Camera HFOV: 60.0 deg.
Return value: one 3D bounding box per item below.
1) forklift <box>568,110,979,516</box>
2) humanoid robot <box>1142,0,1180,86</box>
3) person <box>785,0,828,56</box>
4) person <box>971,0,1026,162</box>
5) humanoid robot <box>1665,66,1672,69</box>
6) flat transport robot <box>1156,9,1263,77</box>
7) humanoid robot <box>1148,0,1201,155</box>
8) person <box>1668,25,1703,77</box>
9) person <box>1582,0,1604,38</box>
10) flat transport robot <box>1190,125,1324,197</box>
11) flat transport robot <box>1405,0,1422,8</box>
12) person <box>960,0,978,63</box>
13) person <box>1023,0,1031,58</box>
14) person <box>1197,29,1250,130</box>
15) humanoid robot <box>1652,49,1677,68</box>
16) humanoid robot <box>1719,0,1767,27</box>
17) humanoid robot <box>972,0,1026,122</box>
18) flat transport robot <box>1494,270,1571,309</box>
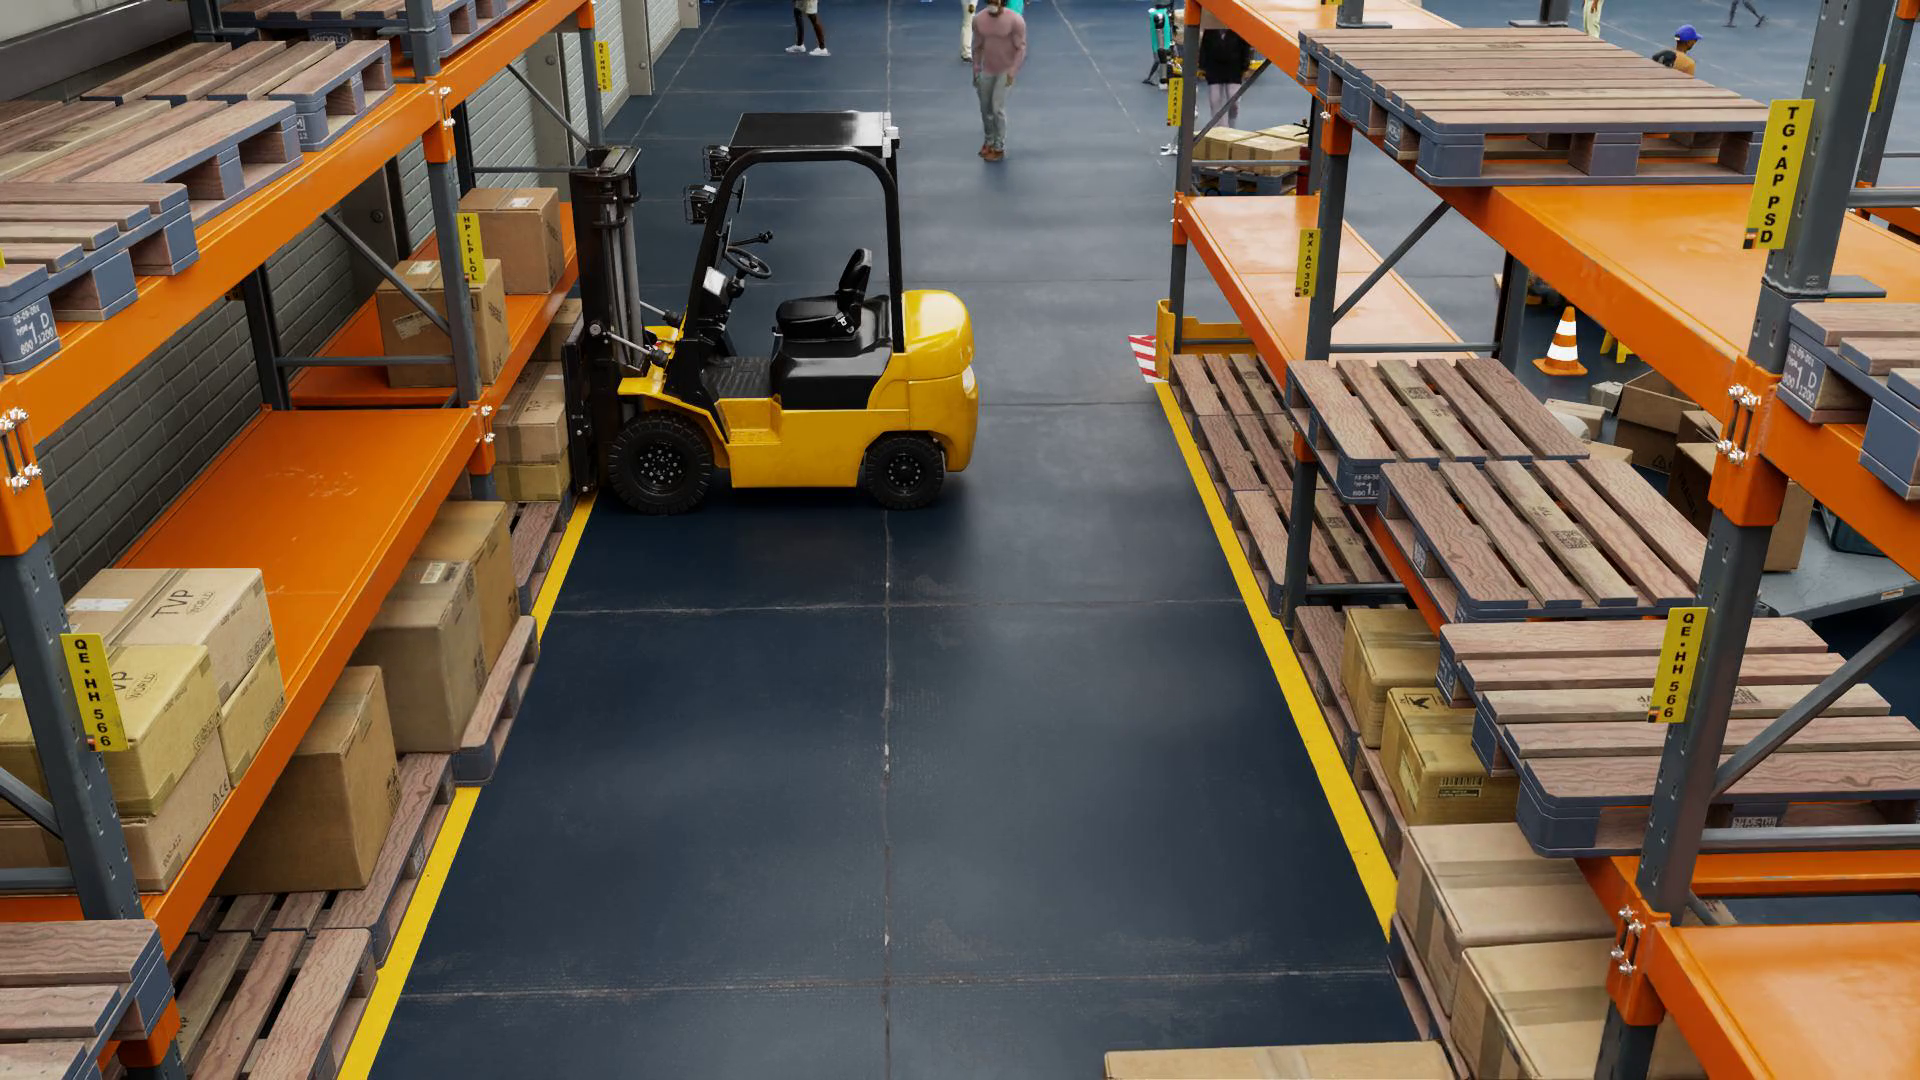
[{"bbox_3d":[-1.043,-1.379,9.976,2.313,2.155,1.214,-1,25,-2],"label":"forklift"},{"bbox_3d":[2.788,-6.984,22.479,0.562,1.639,0.610,9,27,18],"label":"humanoid robot"},{"bbox_3d":[-2.352,-8.150,24.679,0.806,1.868,0.584,1,25,2],"label":"person"},{"bbox_3d":[0.435,-5.123,18.231,0.655,1.898,0.503,13,28,26],"label":"person"},{"bbox_3d":[6.113,-3.371,14.798,0.599,1.639,0.602,5,26,10],"label":"humanoid robot"},{"bbox_3d":[3.555,-6.782,23.665,1.431,0.231,0.659,-16,30,-30],"label":"flat transport robot"},{"bbox_3d":[2.429,-5.189,18.519,0.725,1.730,0.532,2,25,5],"label":"humanoid robot"},{"bbox_3d":[7.135,-4.271,16.651,0.351,1.717,0.456,-12,28,-23],"label":"person"},{"bbox_3d":[9.002,-7.650,23.607,0.401,1.893,0.531,4,26,7],"label":"person"},{"bbox_3d":[2.982,-3.530,16.779,1.431,0.231,0.659,16,30,30],"label":"flat transport robot"},{"bbox_3d":[6.415,-7.938,26.113,0.659,0.231,1.431,22,33,39],"label":"flat transport robot"},{"bbox_3d":[0.167,-7.867,24.228,0.337,1.748,0.562,-1,25,-2],"label":"person"},{"bbox_3d":[0.769,-8.043,24.509,0.564,1.834,0.404,-13,28,-25],"label":"person"},{"bbox_3d":[2.967,-5.318,18.723,0.565,1.836,0.448,11,27,22],"label":"person"},{"bbox_3d":[6.620,-3.797,15.695,0.443,1.639,0.601,-3,25,-7],"label":"humanoid robot"},{"bbox_3d":[12.975,-9.245,27.267,0.684,1.636,0.615,13,28,25],"label":"humanoid robot"},{"bbox_3d":[0.438,-5.903,20.148,0.675,1.842,0.542,14,29,27],"label":"humanoid robot"},{"bbox_3d":[5.194,-2.096,13.743,1.431,0.231,0.659,4,26,9],"label":"flat transport robot"}]
